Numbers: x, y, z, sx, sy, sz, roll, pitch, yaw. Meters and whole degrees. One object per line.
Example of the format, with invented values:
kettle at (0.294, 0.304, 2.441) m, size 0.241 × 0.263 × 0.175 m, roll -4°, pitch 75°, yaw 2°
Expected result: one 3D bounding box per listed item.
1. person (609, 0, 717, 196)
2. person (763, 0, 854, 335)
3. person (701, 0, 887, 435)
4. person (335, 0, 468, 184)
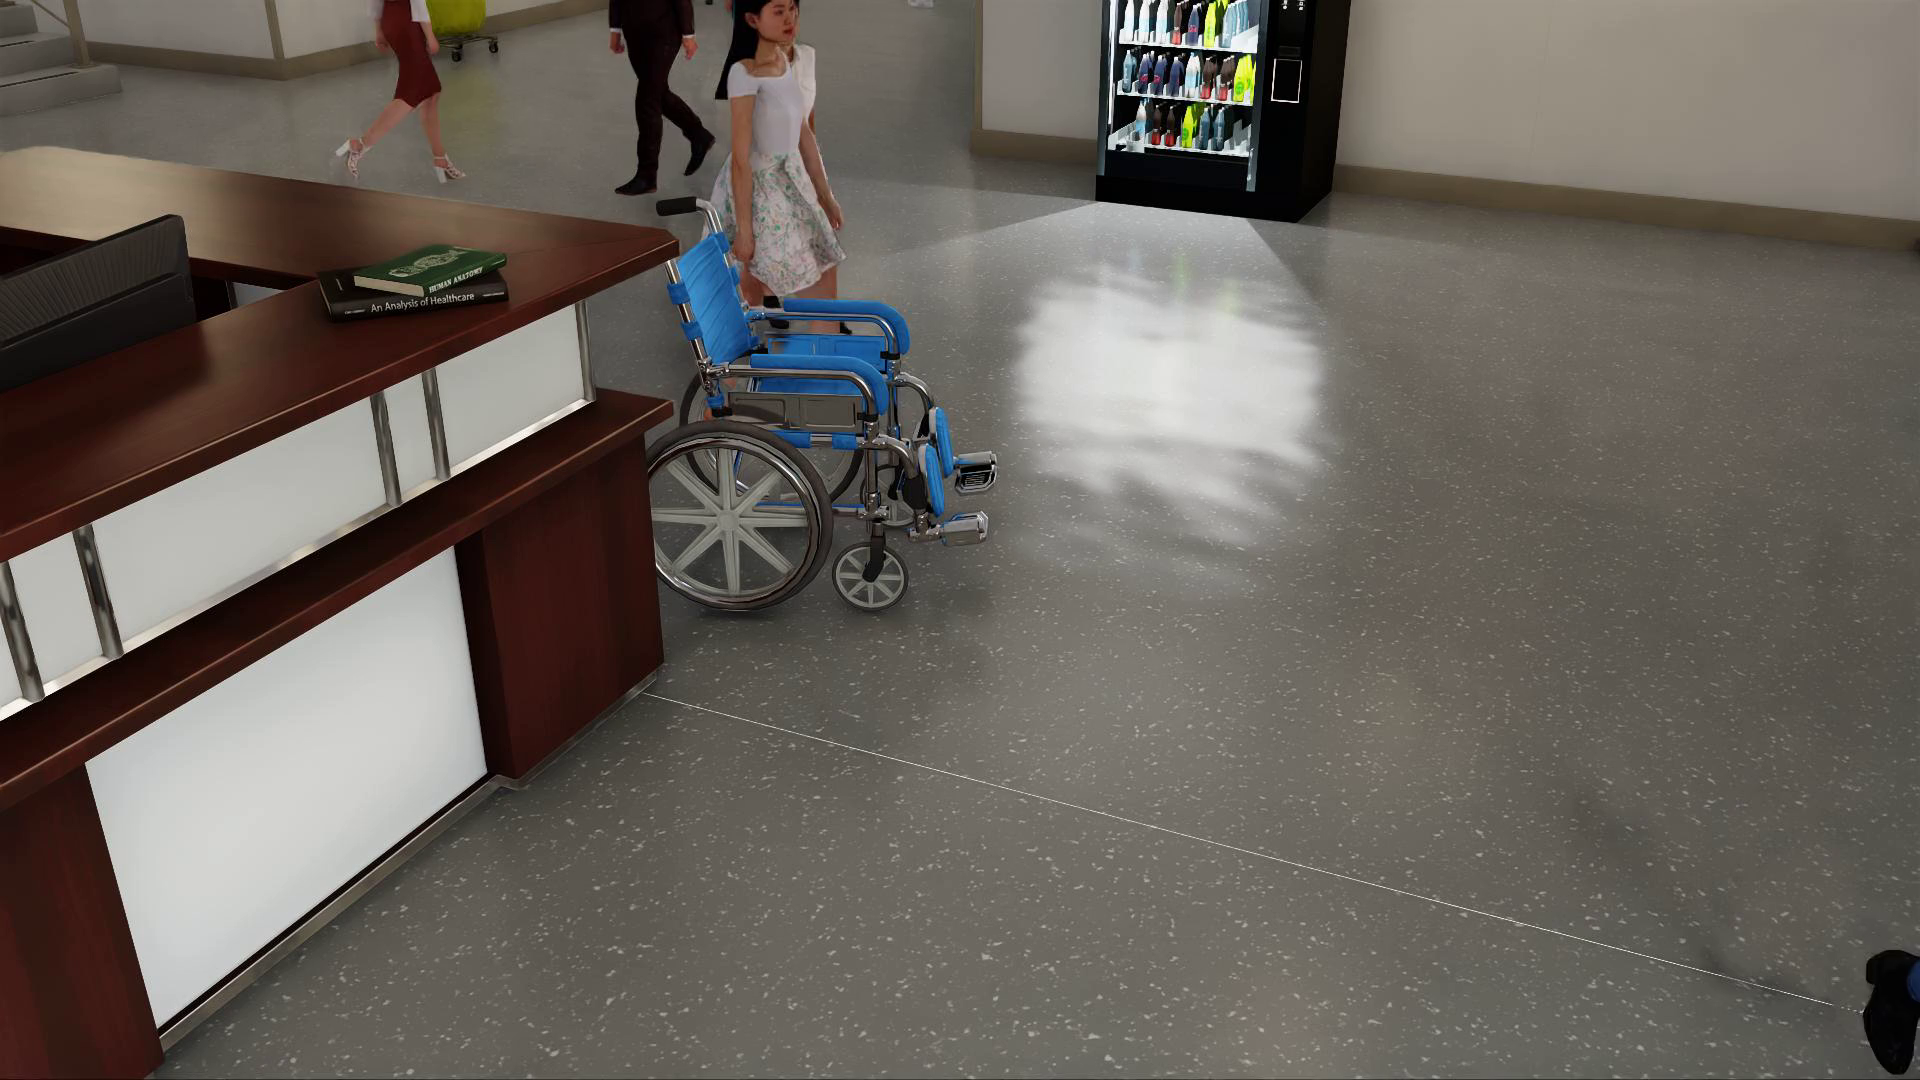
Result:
person at (-1.758, -3.007, 9.795) m, size 1.199 × 1.843 × 0.917 m, roll 17°, pitch 31°, yaw 32°
person at (-0.830, -1.660, 7.363) m, size 0.805 × 1.530 × 0.930 m, roll -17°, pitch 31°, yaw -31°
person at (-0.787, -1.135, 6.025) m, size 1.041 × 1.746 × 0.815 m, roll 2°, pitch 26°, yaw 5°
person at (-3.280, -2.874, 9.653) m, size 0.909 × 1.726 × 1.064 m, roll -22°, pitch 34°, yaw -38°
